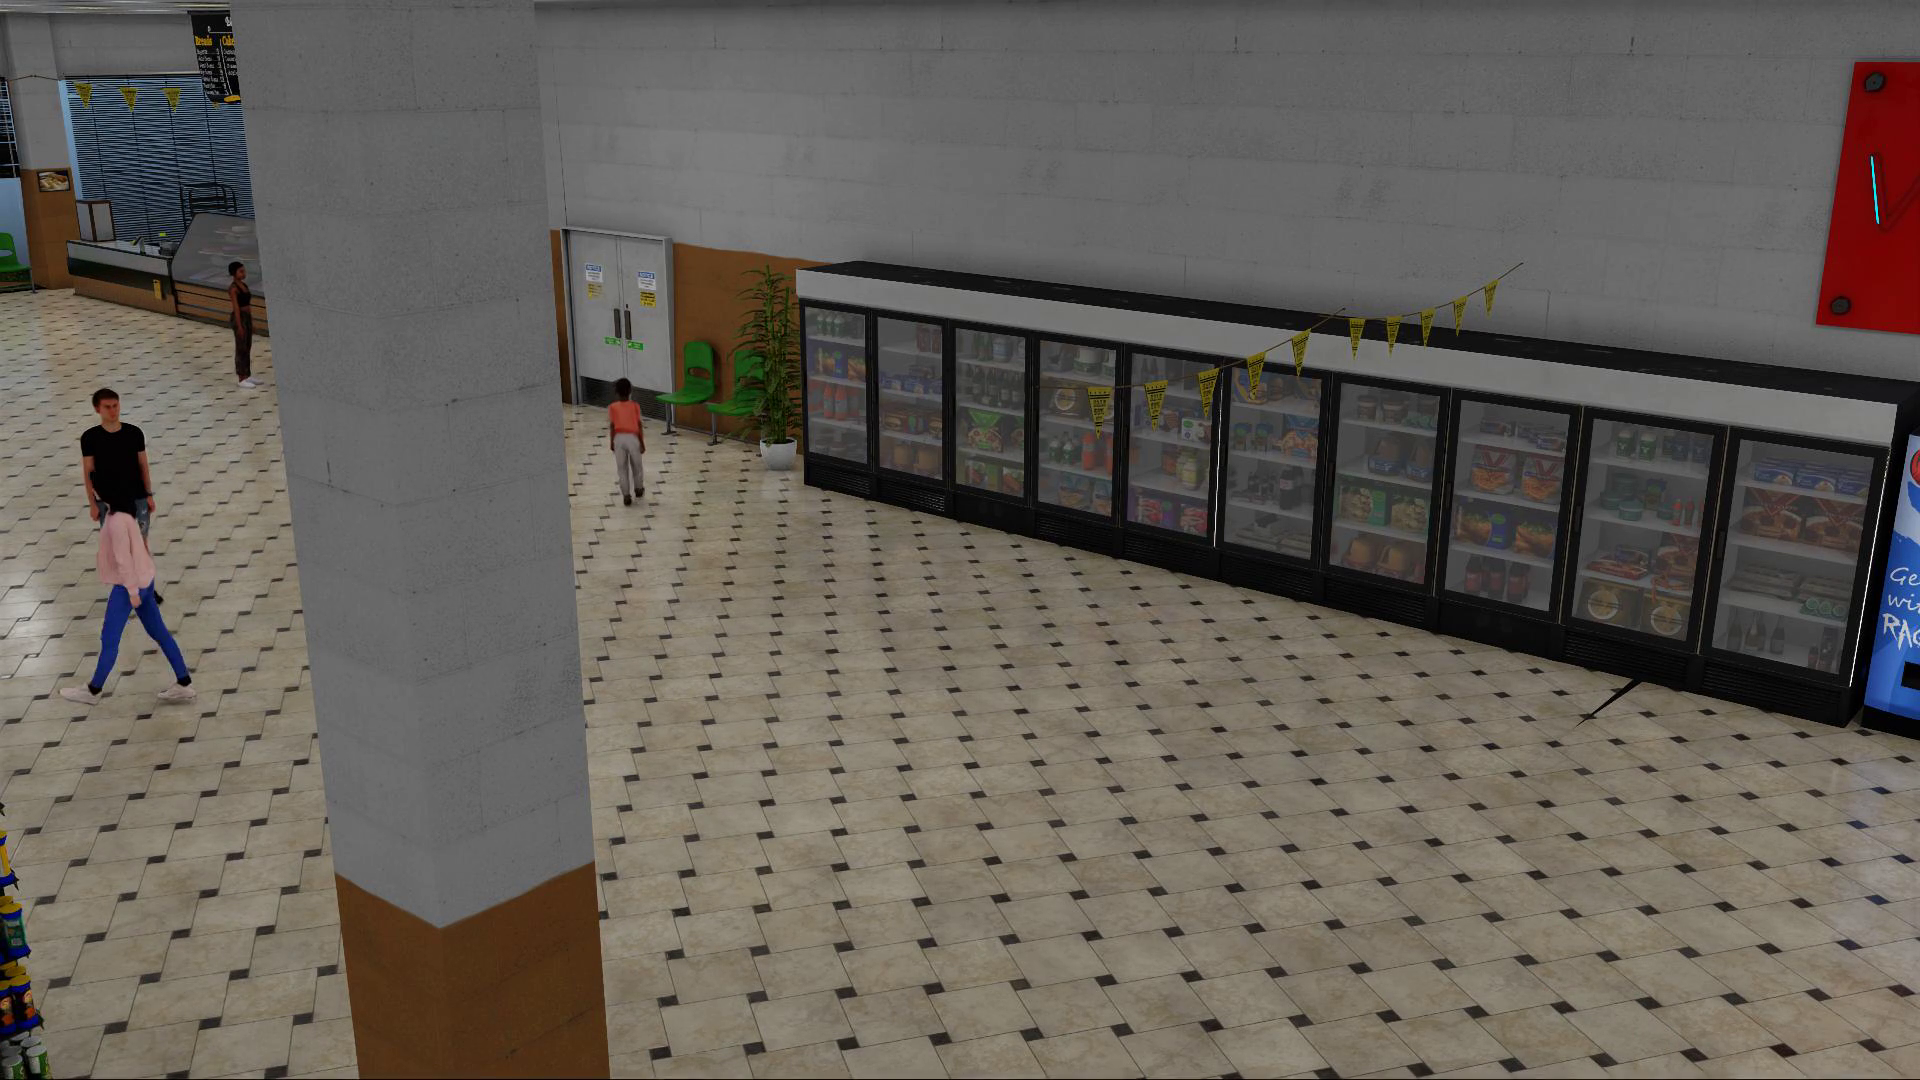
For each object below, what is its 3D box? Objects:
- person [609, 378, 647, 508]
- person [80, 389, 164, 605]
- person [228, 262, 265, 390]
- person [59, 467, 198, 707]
[{"bbox_3d":[-3.380,-0.976,16.849,0.774,1.293,0.835,-1,17,-5],"label":"person"},{"bbox_3d":[-6.983,-0.351,13.843,0.574,1.844,0.761,-12,21,-35],"label":"person"},{"bbox_3d":[-9.745,-2.932,22.592,0.718,1.699,0.637,0,17,1],"label":"person"},{"bbox_3d":[-5.728,0.356,11.728,1.198,1.721,1.087,-3,17,-11],"label":"person"}]
